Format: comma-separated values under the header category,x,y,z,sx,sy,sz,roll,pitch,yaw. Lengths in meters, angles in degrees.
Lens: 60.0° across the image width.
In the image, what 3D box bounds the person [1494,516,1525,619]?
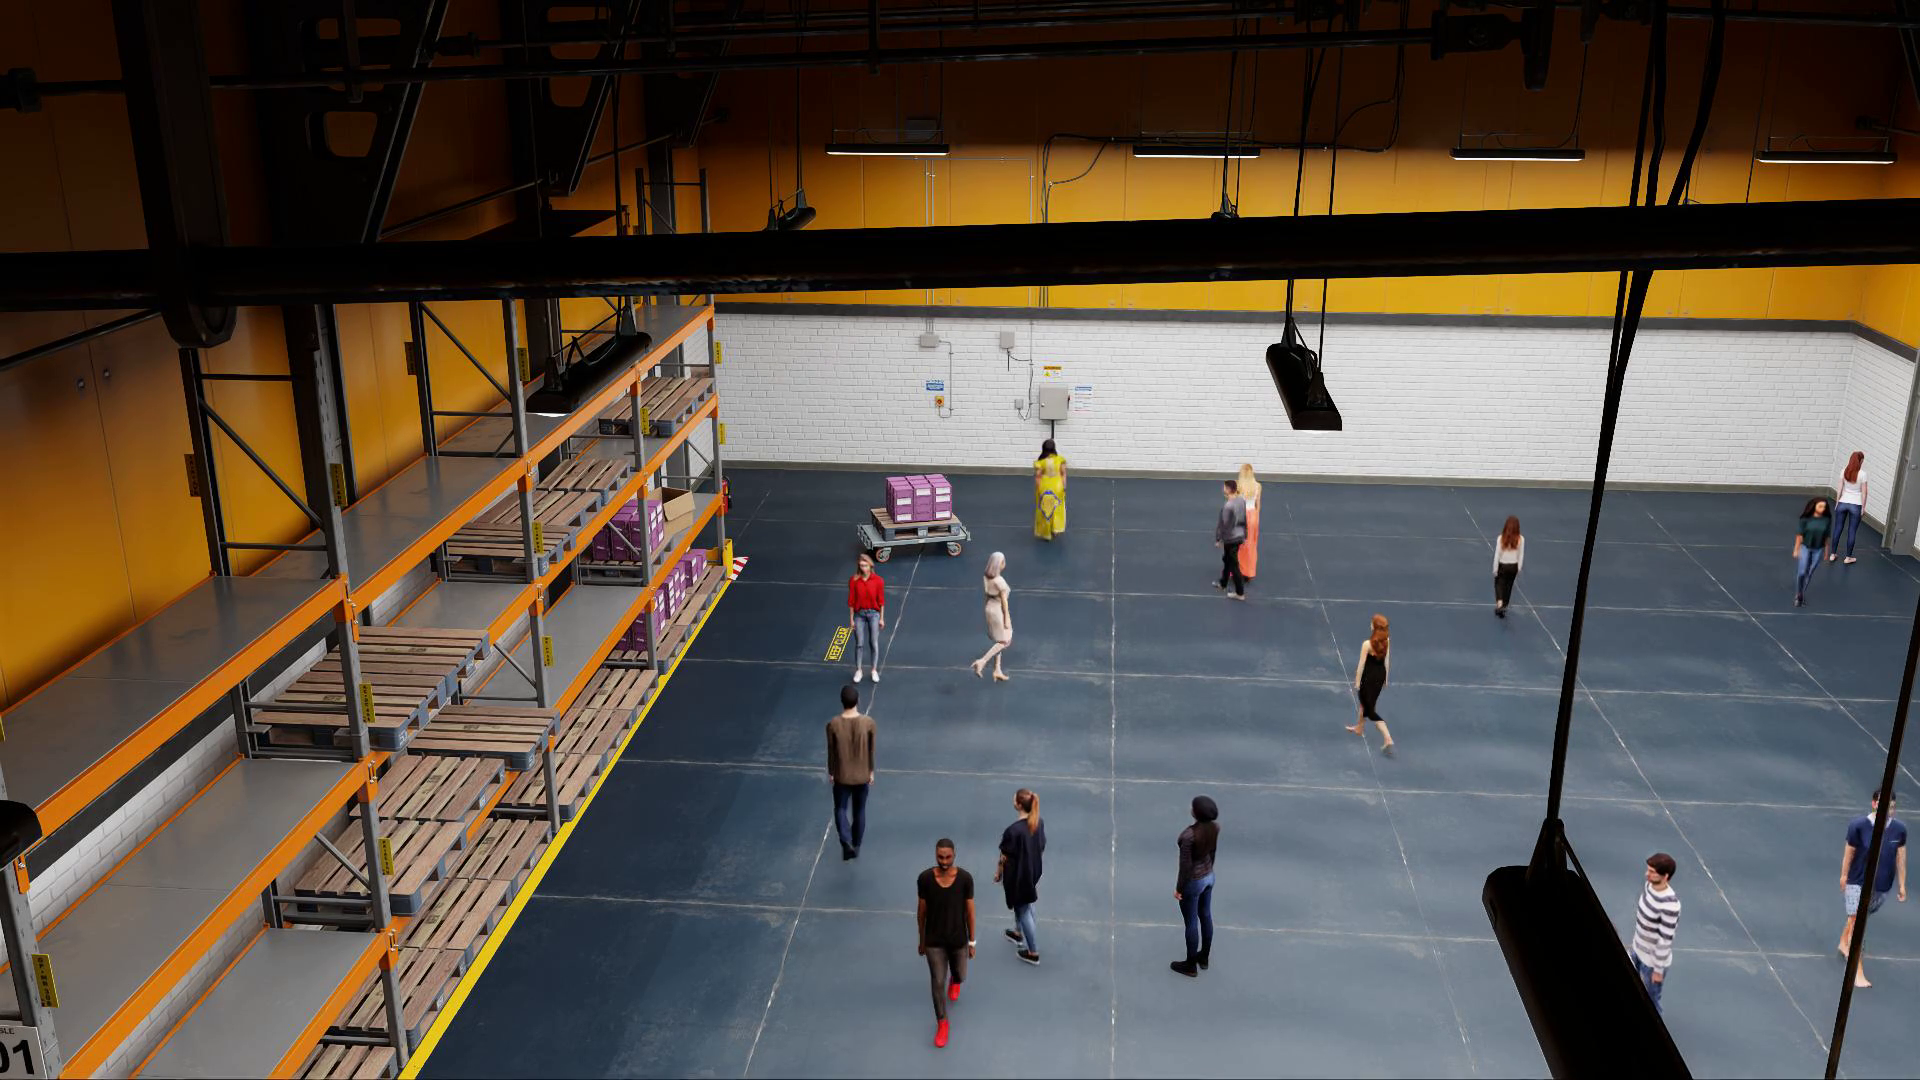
category,x,y,z,sx,sy,sz,roll,pitch,yaw
person,7.617,0.401,23.099,0.561,1.476,0.595,3,19,8

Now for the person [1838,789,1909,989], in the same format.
category,x,y,z,sx,sy,sz,roll,pitch,yaw
person,8.082,3.009,14.844,0.629,1.802,1.072,2,19,5

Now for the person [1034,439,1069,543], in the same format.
category,x,y,z,sx,sy,sz,roll,pitch,yaw
person,1.443,-0.760,26.283,0.845,1.644,1.033,-3,19,-8

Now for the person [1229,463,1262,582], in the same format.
category,x,y,z,sx,sy,sz,roll,pitch,yaw
person,4.213,-0.260,24.553,0.678,1.799,0.691,-2,19,-7

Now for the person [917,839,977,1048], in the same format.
category,x,y,z,sx,sy,sz,roll,pitch,yaw
person,-0.105,3.301,14.000,0.667,1.787,1.001,1,19,3

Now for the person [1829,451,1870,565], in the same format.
category,x,y,z,sx,sy,sz,roll,pitch,yaw
person,13.576,-0.507,25.381,0.656,1.740,0.702,18,25,42

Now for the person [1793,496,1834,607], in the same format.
category,x,y,z,sx,sy,sz,roll,pitch,yaw
person,12.118,0.125,23.721,0.638,1.602,0.729,4,19,11

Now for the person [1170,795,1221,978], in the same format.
category,x,y,z,sx,sy,sz,roll,pitch,yaw
person,2.115,3.055,14.801,0.714,1.742,0.779,-16,24,-39

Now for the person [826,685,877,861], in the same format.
category,x,y,z,sx,sy,sz,roll,pitch,yaw
person,-1.071,2.374,16.616,0.772,1.874,0.938,-3,19,-8

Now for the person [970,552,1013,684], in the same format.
category,x,y,z,sx,sy,sz,roll,pitch,yaw
person,0.386,1.013,20.901,0.881,1.719,0.850,-9,21,-25

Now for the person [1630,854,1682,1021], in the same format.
category,x,y,z,sx,sy,sz,roll,pitch,yaw
person,5.687,3.392,13.637,0.704,1.845,0.454,1,19,3

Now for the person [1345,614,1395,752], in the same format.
category,x,y,z,sx,sy,sz,roll,pitch,yaw
person,4.812,1.659,19.181,0.963,1.592,1.120,-11,21,-29

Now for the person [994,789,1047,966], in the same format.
category,x,y,z,sx,sy,sz,roll,pitch,yaw
person,0.639,3.049,14.942,0.899,1.663,0.848,17,25,40

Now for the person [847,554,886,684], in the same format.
category,x,y,z,sx,sy,sz,roll,pitch,yaw
person,-1.177,0.980,21.024,0.651,1.702,0.555,-1,19,-3

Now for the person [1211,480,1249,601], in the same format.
category,x,y,z,sx,sy,sz,roll,pitch,yaw
person,3.978,0.021,23.817,1.002,1.736,0.961,18,25,42
